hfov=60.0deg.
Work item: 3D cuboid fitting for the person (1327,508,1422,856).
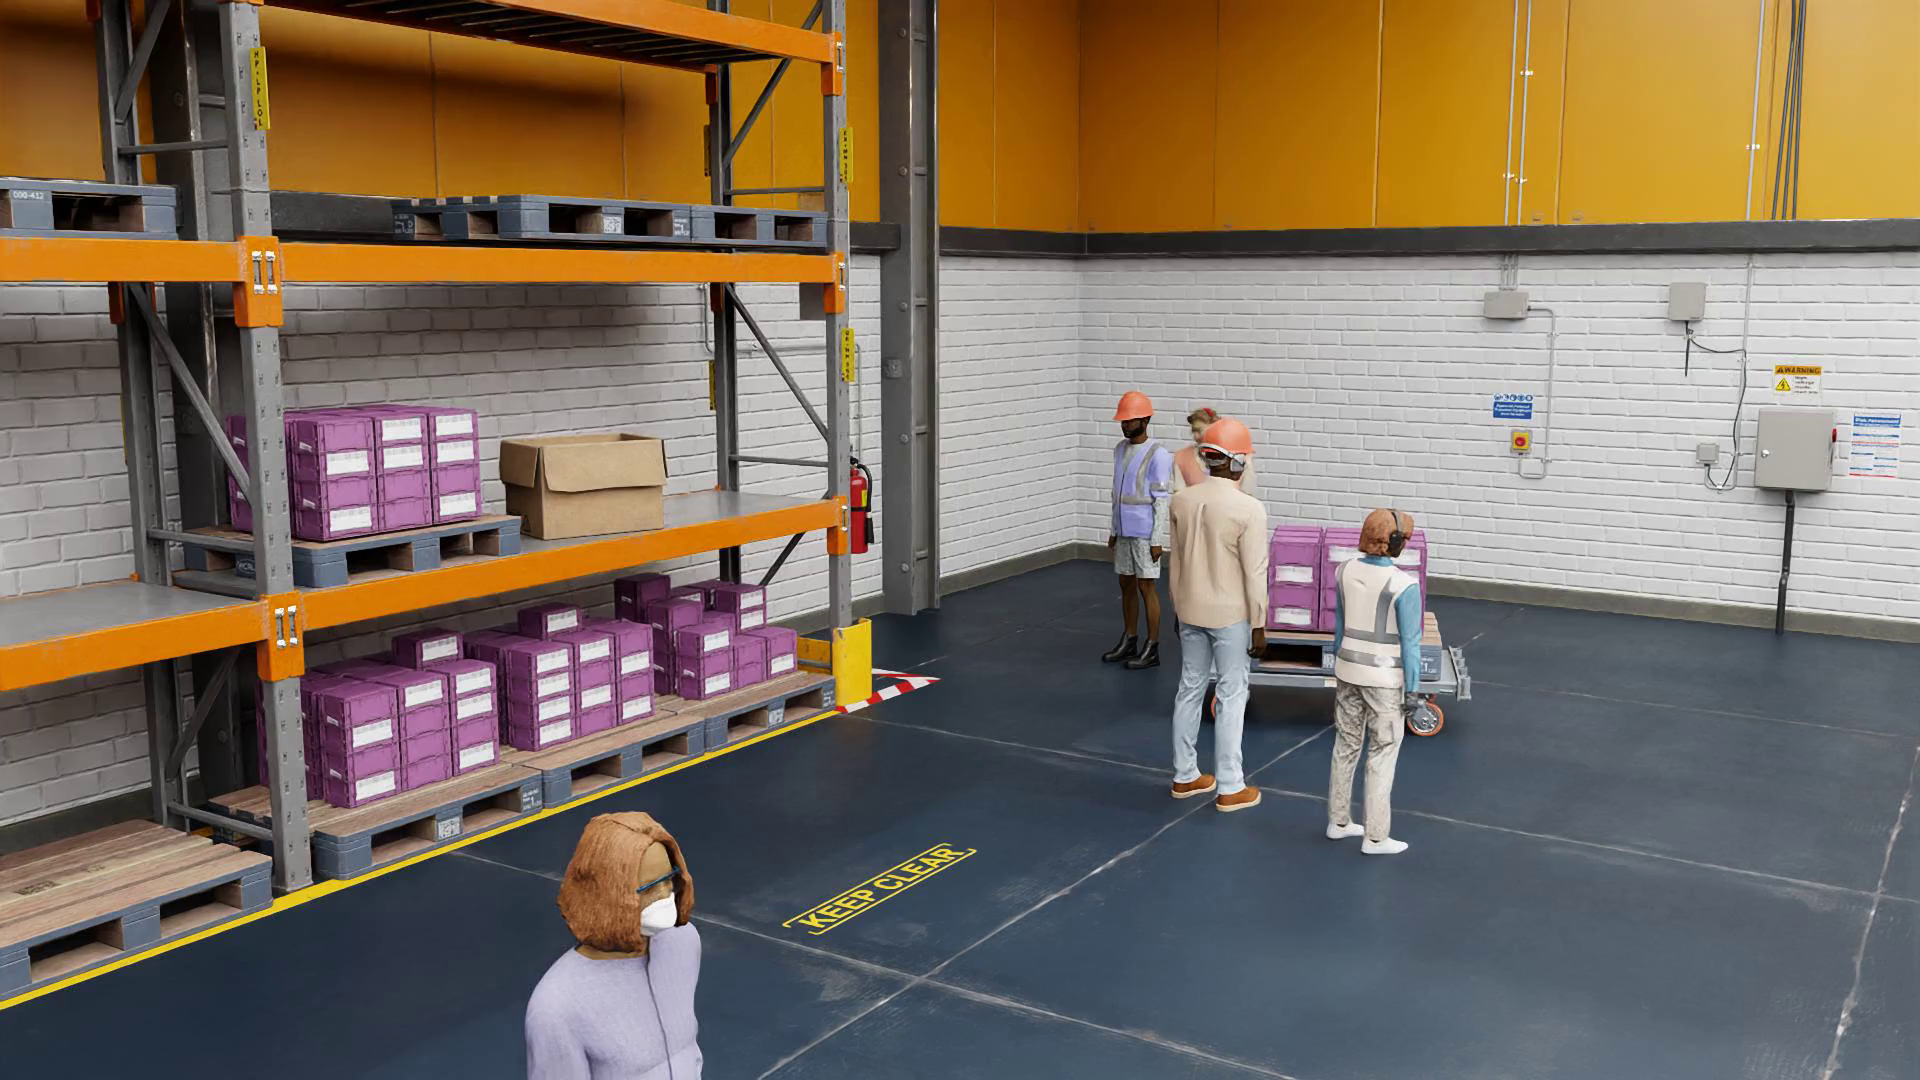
[{"bbox_3d":[1.930,0.660,7.760,0.315,1.631,0.524,-5,10,-32],"label":"person"}]

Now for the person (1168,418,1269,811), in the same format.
[{"bbox_3d":[1.320,0.375,8.467,0.399,1.988,0.615,-7,11,-40],"label":"person"}]

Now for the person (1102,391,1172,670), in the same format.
[{"bbox_3d":[1.210,-0.066,11.529,0.380,1.930,0.545,-5,10,-31],"label":"person"}]

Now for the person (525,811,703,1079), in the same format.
[{"bbox_3d":[-0.658,1.336,3.355,0.280,1.633,0.503,4,10,25],"label":"person"}]

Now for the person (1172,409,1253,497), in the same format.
[{"bbox_3d":[1.706,0.001,11.497,0.563,1.789,0.923,4,10,25],"label":"person"}]
